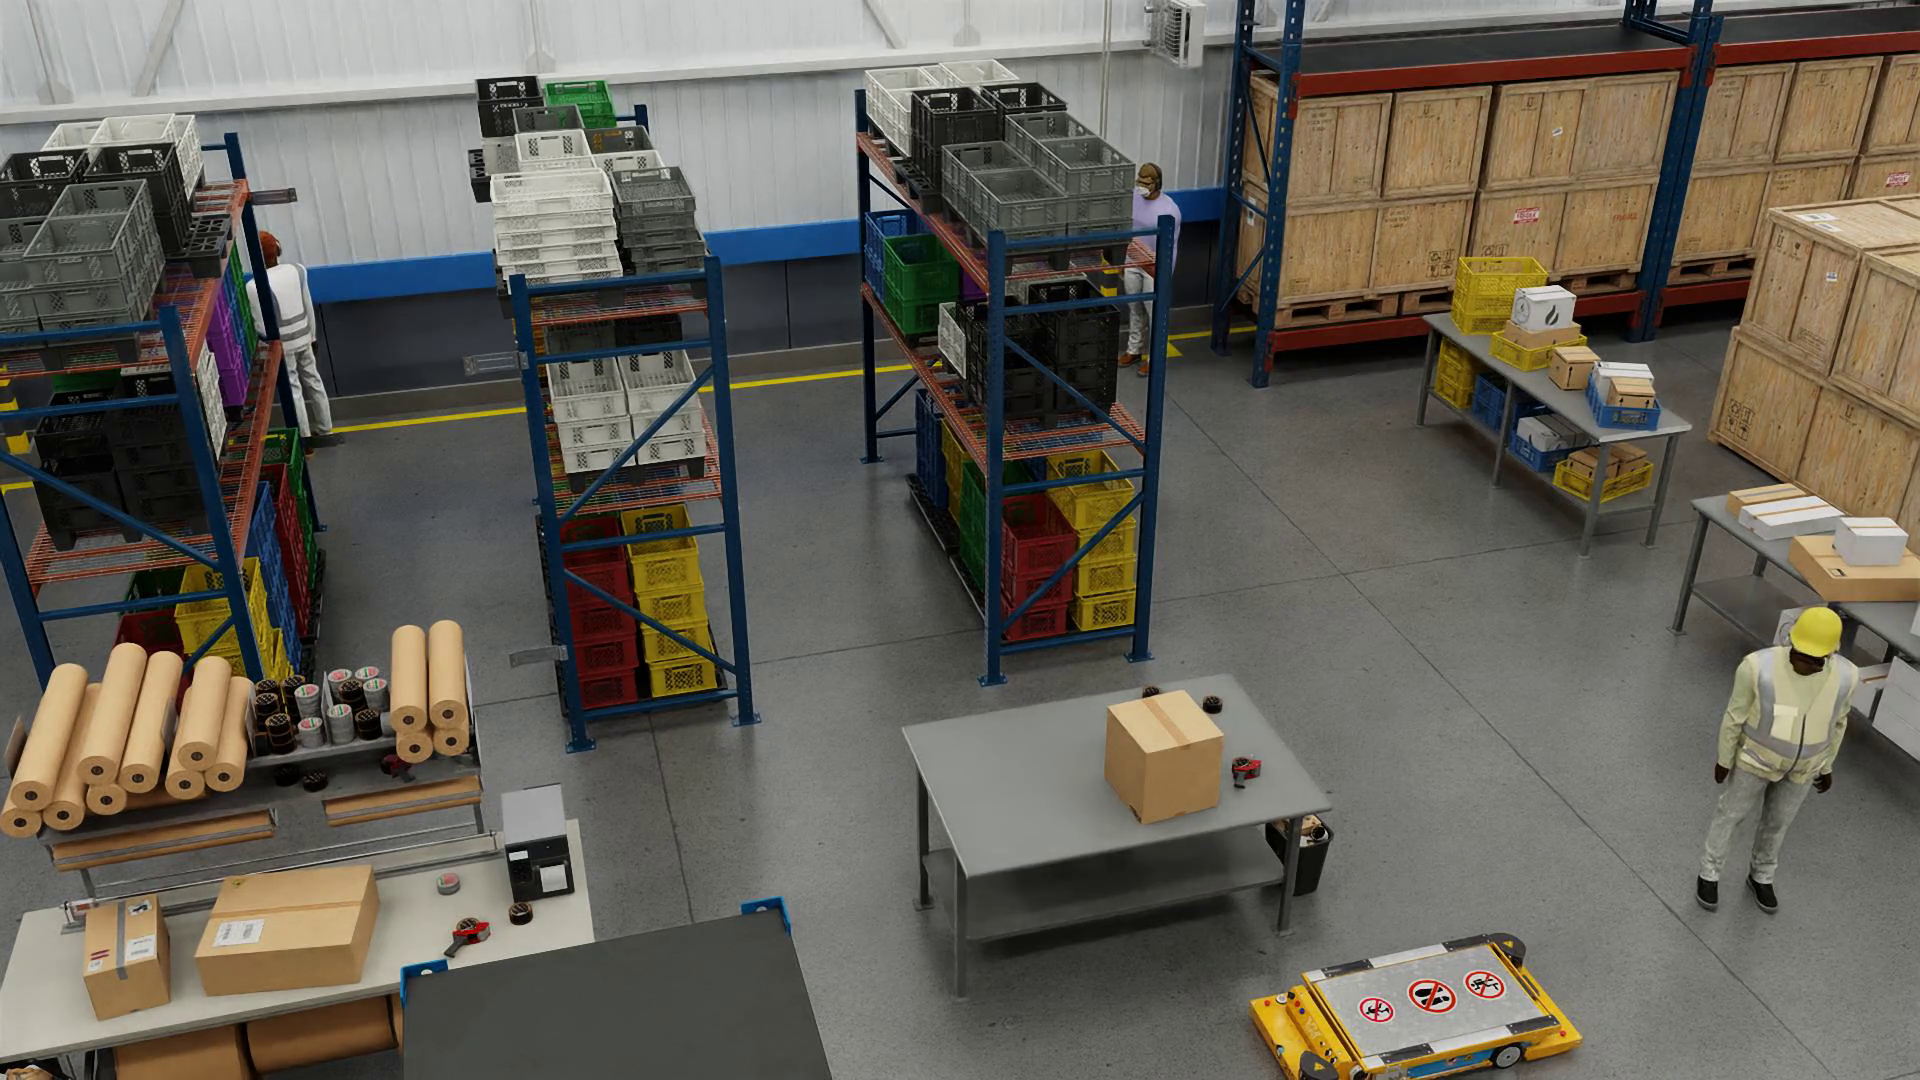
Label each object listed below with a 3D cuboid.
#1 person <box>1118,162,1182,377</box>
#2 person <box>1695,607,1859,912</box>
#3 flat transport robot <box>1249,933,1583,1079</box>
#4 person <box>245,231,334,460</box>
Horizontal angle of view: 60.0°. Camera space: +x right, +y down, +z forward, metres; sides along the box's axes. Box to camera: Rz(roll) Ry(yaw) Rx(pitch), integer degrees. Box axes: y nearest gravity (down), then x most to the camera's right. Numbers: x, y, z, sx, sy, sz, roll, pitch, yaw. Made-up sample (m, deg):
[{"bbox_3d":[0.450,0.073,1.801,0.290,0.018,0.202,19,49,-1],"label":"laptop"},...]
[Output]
[{"bbox_3d":[1.669,-2.422,14.833,0.374,1.933,0.625,-22,36,-35],"label":"person"},{"bbox_3d":[4.175,1.120,8.488,0.596,1.827,0.403,3,29,6],"label":"person"},{"bbox_3d":[2.184,2.282,7.980,1.431,0.197,0.652,-8,30,-14],"label":"flat transport robot"},{"bbox_3d":[-5.375,-1.555,13.301,0.361,1.882,0.575,14,32,24],"label":"person"}]
